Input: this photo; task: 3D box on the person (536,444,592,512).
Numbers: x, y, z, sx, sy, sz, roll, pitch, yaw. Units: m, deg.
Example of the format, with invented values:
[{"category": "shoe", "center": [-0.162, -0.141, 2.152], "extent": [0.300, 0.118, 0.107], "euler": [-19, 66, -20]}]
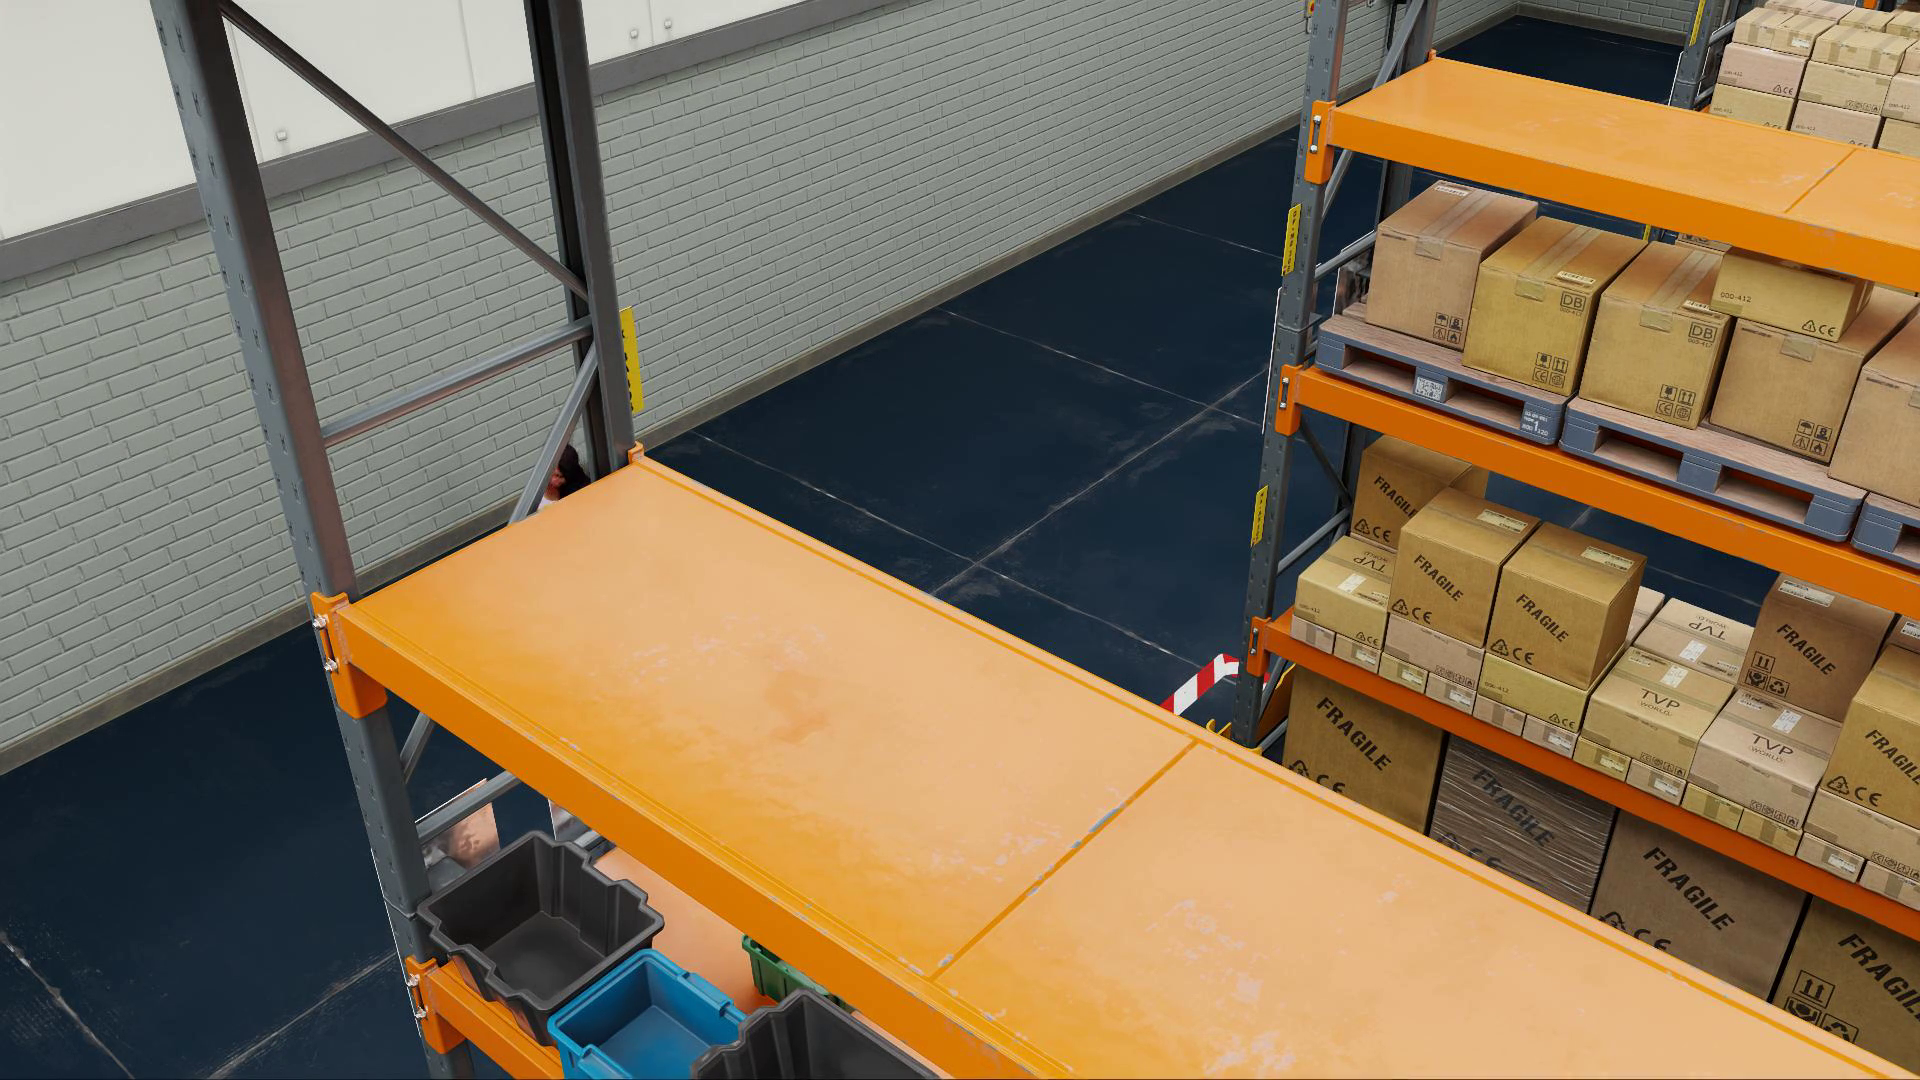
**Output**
[{"category": "person", "center": [-2.406, -0.003, 10.466], "extent": [0.765, 1.574, 0.831], "euler": [21, 39, 29]}]
